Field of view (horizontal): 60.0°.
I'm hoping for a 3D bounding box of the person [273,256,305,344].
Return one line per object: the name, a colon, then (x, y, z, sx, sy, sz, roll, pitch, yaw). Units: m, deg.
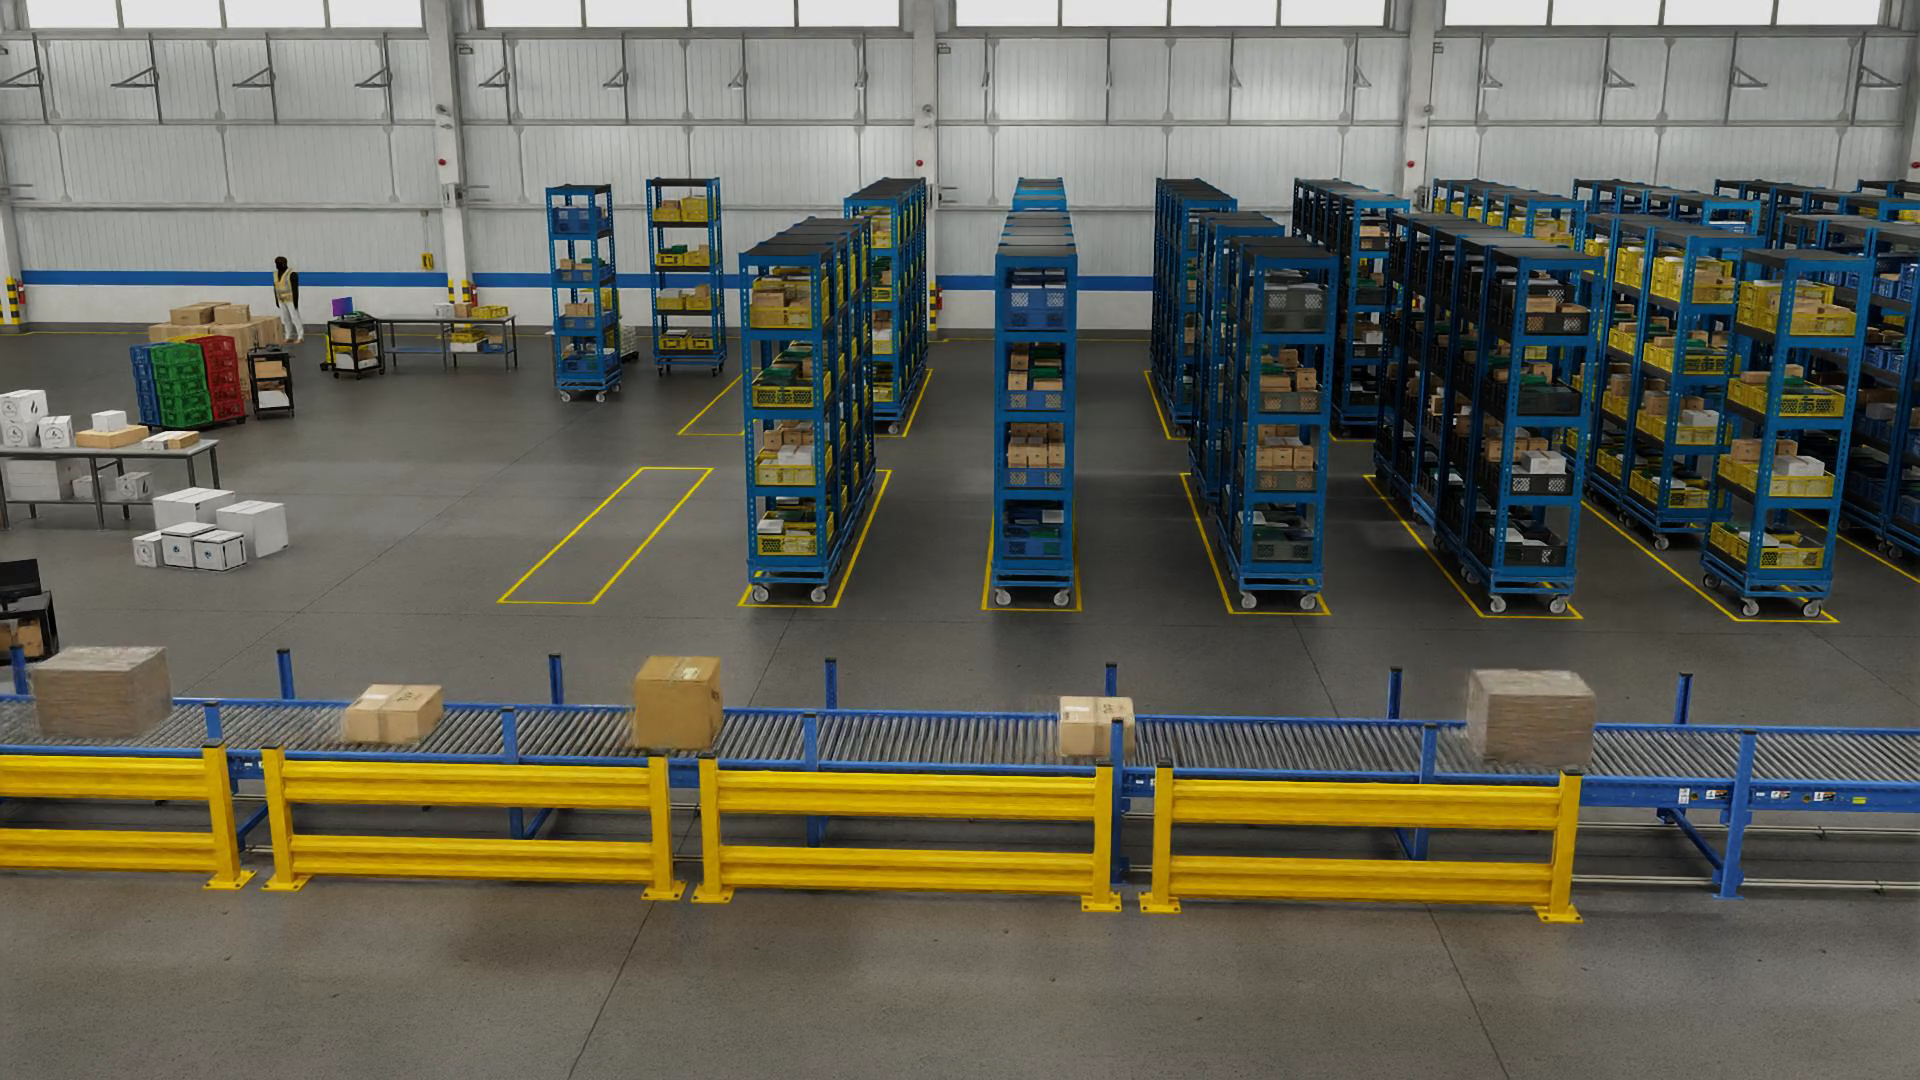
person: (-13.997, -4.980, 34.578, 0.643, 1.832, 0.431, 7, 17, 24)
